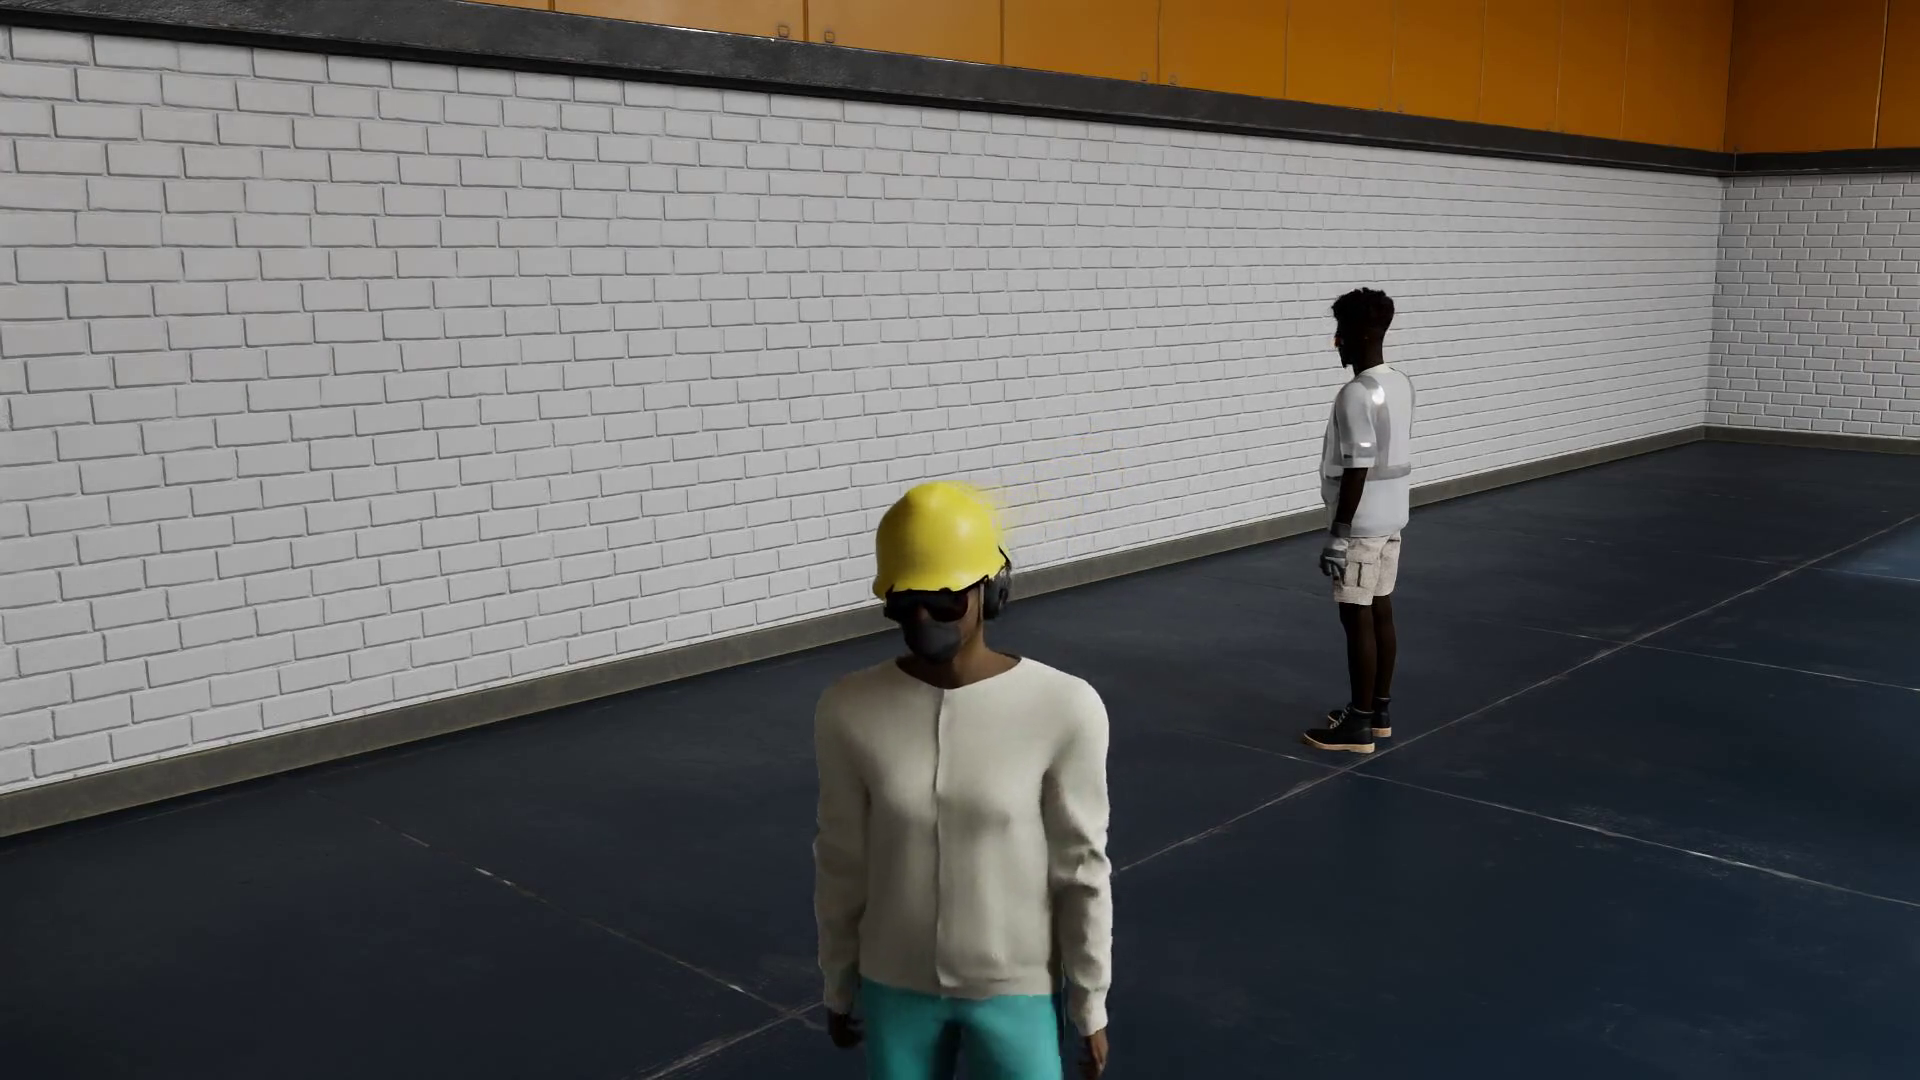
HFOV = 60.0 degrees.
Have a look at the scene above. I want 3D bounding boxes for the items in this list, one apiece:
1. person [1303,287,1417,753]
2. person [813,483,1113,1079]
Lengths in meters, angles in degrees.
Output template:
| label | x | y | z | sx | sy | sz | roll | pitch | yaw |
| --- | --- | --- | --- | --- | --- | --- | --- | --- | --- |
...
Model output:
| label | x | y | z | sx | sy | sz | roll | pitch | yaw |
| --- | --- | --- | --- | --- | --- | --- | --- | --- | --- |
| person | 1.705 | -0.082 | 7.060 | 0.368 | 1.966 | 0.603 | 6 | 12 | 32 |
| person | 0.008 | 0.752 | 2.912 | 0.535 | 1.749 | 0.477 | 2 | 10 | 14 |
